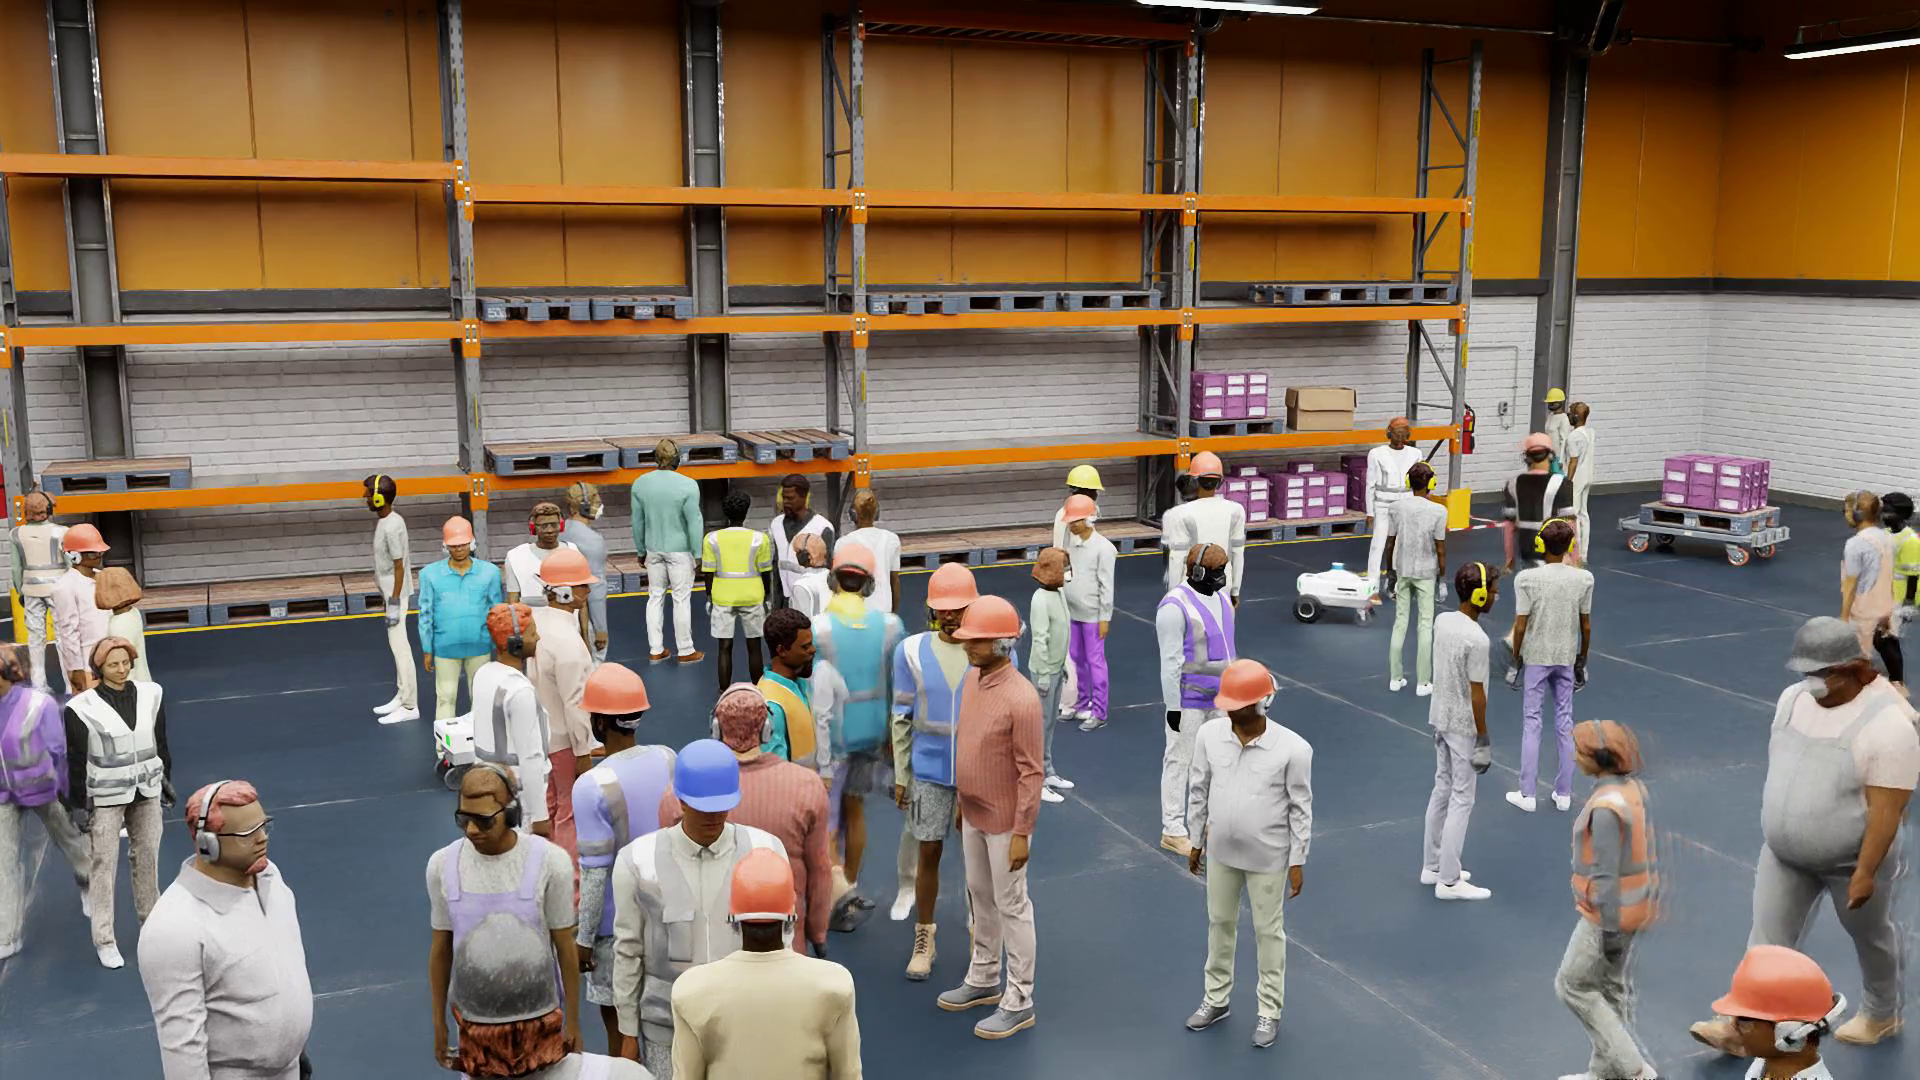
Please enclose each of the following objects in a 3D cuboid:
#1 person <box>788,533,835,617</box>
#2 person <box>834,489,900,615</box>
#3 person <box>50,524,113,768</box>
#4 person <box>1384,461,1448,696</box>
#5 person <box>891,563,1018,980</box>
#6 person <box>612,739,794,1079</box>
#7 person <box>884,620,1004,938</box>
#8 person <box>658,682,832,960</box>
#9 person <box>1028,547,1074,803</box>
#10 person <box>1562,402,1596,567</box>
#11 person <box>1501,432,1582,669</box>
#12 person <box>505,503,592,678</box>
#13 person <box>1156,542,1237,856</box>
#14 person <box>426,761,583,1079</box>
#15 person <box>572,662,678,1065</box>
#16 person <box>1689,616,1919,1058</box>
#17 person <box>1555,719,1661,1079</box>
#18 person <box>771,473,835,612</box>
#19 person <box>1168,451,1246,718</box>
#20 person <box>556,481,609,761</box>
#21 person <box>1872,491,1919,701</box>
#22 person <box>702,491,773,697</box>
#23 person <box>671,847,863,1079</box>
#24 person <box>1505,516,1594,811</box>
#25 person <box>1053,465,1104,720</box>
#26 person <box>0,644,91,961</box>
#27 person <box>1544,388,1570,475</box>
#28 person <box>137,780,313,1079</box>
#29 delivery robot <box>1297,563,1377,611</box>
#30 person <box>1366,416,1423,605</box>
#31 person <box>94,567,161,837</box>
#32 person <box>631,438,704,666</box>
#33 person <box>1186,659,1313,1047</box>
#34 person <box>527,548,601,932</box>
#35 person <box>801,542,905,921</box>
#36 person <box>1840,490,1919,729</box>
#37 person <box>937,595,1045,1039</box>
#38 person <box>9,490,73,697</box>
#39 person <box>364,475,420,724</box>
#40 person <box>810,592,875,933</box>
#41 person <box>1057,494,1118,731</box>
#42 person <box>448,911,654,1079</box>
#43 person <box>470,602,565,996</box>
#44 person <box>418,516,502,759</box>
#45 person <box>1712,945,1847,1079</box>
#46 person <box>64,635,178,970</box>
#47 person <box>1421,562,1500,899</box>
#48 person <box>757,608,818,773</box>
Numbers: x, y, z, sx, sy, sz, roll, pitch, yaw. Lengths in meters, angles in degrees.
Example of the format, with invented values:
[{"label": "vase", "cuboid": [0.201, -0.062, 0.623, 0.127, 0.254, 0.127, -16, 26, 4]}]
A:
[{"label": "person", "cuboid": [-0.989, 0.761, 11.181, 0.306, 1.639, 0.524, 3, 10, 19]}, {"label": "person", "cuboid": [-0.657, 0.556, 11.769, 0.508, 1.844, 0.336, -6, 11, -29]}, {"label": "person", "cuboid": [-5.663, 0.759, 10.868, 0.330, 1.751, 0.564, -1, 10, -5]}, {"label": "person", "cuboid": [3.627, 0.303, 13.199, 0.509, 1.860, 0.333, 8, 12, 37]}, {"label": "person", "cuboid": [-0.027, 1.113, 7.992, 0.607, 2.044, 0.378, 0, 10, 2]}, {"label": "person", "cuboid": [-0.846, 1.591, 5.544, 0.606, 1.939, 0.416, -3, 10, -15]}, {"label": "person", "cuboid": [-0.066, 1.133, 8.535, 0.657, 1.819, 0.859, -4, 11, -23]}, {"label": "person", "cuboid": [-0.806, 1.477, 6.292, 0.644, 1.907, 0.399, -2, 10, -12]}, {"label": "person", "cuboid": [0.588, 0.848, 10.694, 0.279, 1.634, 0.498, 3, 10, 18]}, {"label": "person", "cuboid": [6.866, -0.619, 18.543, 0.520, 1.844, 0.330, -9, 13, -43]}, {"label": "person", "cuboid": [4.786, 0.117, 13.873, 0.752, 1.993, 0.701, -7, 12, -36]}, {"label": "person", "cuboid": [-2.761, 0.655, 11.200, 0.567, 1.847, 0.389, -6, 11, -30]}, {"label": "person", "cuboid": [1.401, 0.919, 9.733, 0.429, 1.837, 0.624, 9, 13, 42]}, {"label": "person", "cuboid": [-1.536, 1.625, 5.655, 0.524, 1.833, 0.339, 0, 10, 2]}, {"label": "person", "cuboid": [-1.316, 1.428, 6.482, 0.356, 1.937, 0.552, 5, 11, 29]}, {"label": "person", "cuboid": [3.727, 1.256, 7.176, 1.078, 2.000, 0.693, -5, 11, -25]}, {"label": "person", "cuboid": [2.651, 1.530, 6.817, 0.383, 1.625, 0.521, 6, 12, 33]}, {"label": "person", "cuboid": [-1.140, 0.449, 12.229, 0.589, 1.907, 0.399, 8, 13, 39]}, {"label": "person", "cuboid": [1.801, 0.362, 12.324, 0.605, 2.044, 0.375, -3, 10, -17]}, {"label": "person", "cuboid": [-2.609, 0.556, 11.506, 0.378, 1.940, 0.629, -7, 12, -37]}, {"label": "person", "cuboid": [7.165, 0.459, 12.800, 0.400, 1.688, 0.544, 2, 10, 12]}, {"label": "person", "cuboid": [-1.692, 0.468, 12.703, 0.538, 1.695, 0.319, 0, 10, 0]}, {"label": "person", "cuboid": [-0.575, 1.773, 5.009, 0.573, 1.755, 0.321, -1, 10, -7]}, {"label": "person", "cuboid": [3.688, 0.776, 10.431, 0.512, 1.873, 0.328, 0, 10, -1]}, {"label": "person", "cuboid": [0.889, 0.391, 12.521, 0.401, 1.918, 0.589, -2, 10, -12]}, {"label": "person", "cuboid": [-4.715, 1.266, 8.434, 0.567, 1.582, 0.894, 0, 10, 0]}, {"label": "person", "cuboid": [7.651, -1.074, 21.426, 0.342, 1.761, 0.528, -1, 10, -3]}, {"label": "person", "cuboid": [-2.213, 1.670, 5.174, 0.407, 1.910, 0.638, 1, 10, 4]}, {"label": "delivery robot", "cuboid": [3.576, 0.460, 15.772, 0.707, 0.478, 0.477, 4, 11, 22]}, {"label": "person", "cuboid": [4.307, -0.290, 16.530, 0.575, 1.886, 0.359, -2, 10, -9]}, {"label": "person", "cuboid": [-5.008, 0.966, 10.017, 0.283, 1.633, 0.501, -4, 10, -20]}, {"label": "person", "cuboid": [-2.463, 0.105, 14.100, 0.636, 1.938, 0.355, 3, 10, 17]}, {"label": "person", "cuboid": [1.259, 1.371, 7.364, 0.573, 1.740, 0.346, 6, 12, 32]}, {"label": "person", "cuboid": [-2.034, 1.026, 8.632, 0.387, 1.992, 0.626, -6, 11, -30]}, {"label": "person", "cuboid": [-0.569, 1.019, 8.667, 0.629, 2.002, 0.517, -5, 11, -25]}, {"label": "person", "cuboid": [6.558, 0.552, 11.909, 0.525, 1.815, 0.776, -7, 12, -36]}, {"label": "person", "cuboid": [0.146, 1.225, 7.486, 0.381, 1.994, 0.619, -5, 11, -29]}, {"label": "person", "cuboid": [-7.176, 0.430, 13.089, 0.514, 1.642, 0.310, 0, 10, -2]}, {"label": "person", "cuboid": [-4.248, 0.436, 12.408, 0.335, 1.867, 0.520, -4, 11, -21]}, {"label": "person", "cuboid": [-0.610, 1.134, 8.679, 0.329, 1.765, 0.526, 3, 10, 18]}, {"label": "person", "cuboid": [0.902, 0.522, 12.275, 0.354, 1.740, 0.569, -7, 12, -36]}, {"label": "person", "cuboid": [-1.024, 1.833, 3.851, 0.681, 2.000, 0.536, -7, 12, -34]}, {"label": "person", "cuboid": [-2.090, 1.223, 7.824, 0.360, 1.883, 0.574, -7, 12, -36]}, {"label": "person", "cuboid": [-3.341, 0.704, 11.177, 0.560, 1.753, 0.329, -4, 11, -22]}, {"label": "person", "cuboid": [2.097, 1.903, 4.328, 0.343, 1.744, 0.604, 2, 10, 12]}, {"label": "person", "cuboid": [-4.139, 1.273, 8.233, 0.307, 1.639, 0.525, 6, 12, 32]}, {"label": "person", "cuboid": [2.726, 1.032, 9.019, 0.346, 1.857, 0.523, -2, 10, -11]}, {"label": "person", "cuboid": [-0.802, 1.249, 7.571, 0.386, 1.918, 0.596, 0, 10, -1]}]
